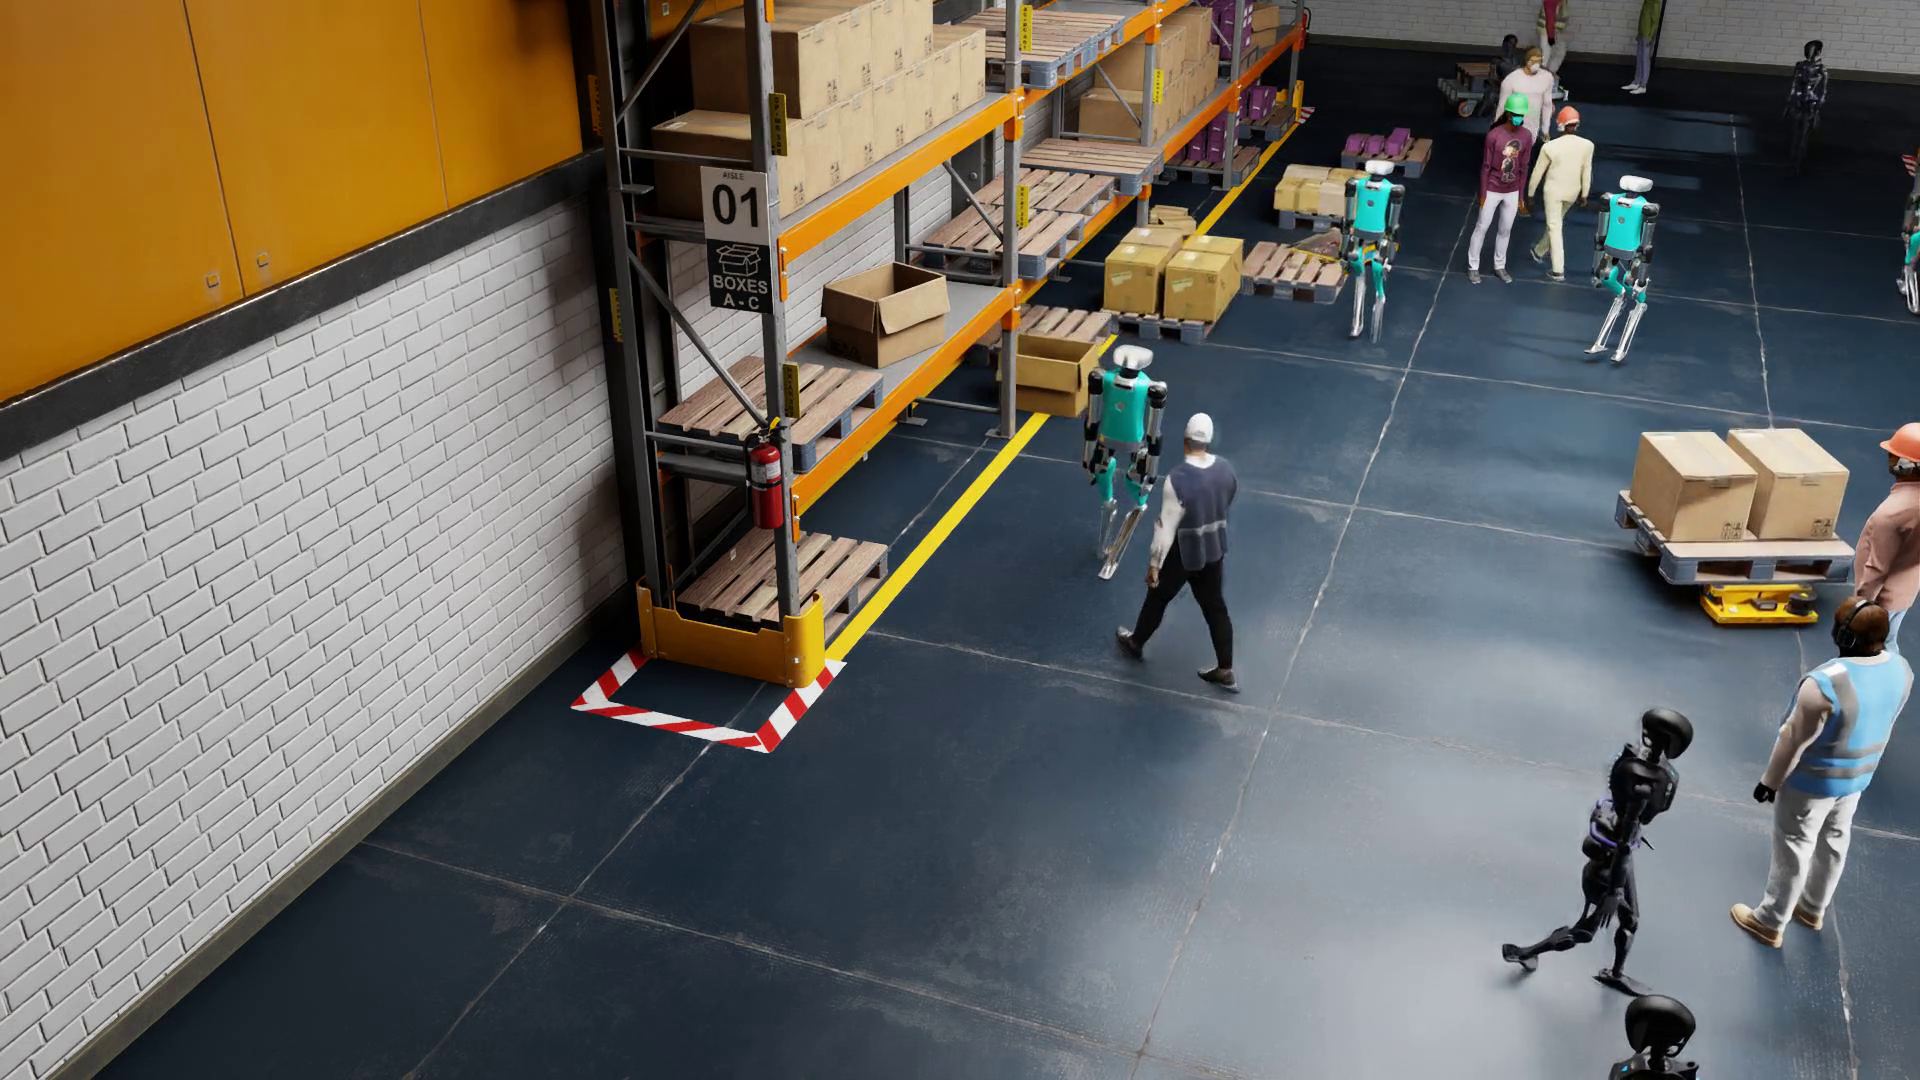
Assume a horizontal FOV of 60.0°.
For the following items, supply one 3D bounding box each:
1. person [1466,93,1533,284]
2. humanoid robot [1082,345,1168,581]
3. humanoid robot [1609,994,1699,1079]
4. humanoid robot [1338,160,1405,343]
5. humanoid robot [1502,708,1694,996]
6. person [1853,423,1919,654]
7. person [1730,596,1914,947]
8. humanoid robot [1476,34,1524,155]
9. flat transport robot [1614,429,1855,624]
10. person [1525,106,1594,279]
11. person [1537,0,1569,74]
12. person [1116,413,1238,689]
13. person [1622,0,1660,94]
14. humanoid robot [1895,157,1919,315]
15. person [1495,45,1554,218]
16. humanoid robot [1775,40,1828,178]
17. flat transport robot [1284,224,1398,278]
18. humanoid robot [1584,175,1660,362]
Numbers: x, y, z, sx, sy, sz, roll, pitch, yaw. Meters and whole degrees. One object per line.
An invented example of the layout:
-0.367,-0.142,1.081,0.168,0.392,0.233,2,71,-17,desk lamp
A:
5.483,-3.557,16.833,0.487,1.942,0.436,-3,27,-6,person
1.155,-0.505,11.236,0.576,1.873,0.788,10,29,19,humanoid robot
2.379,2.276,5.805,0.365,1.645,0.613,7,28,14,humanoid robot
3.795,-2.628,15.327,0.542,1.867,0.748,13,30,23,humanoid robot
2.929,1.384,7.565,0.641,1.621,0.626,13,30,24,humanoid robot
5.158,0.277,9.333,0.610,1.995,0.383,-19,33,-33,person
4.086,1.102,7.905,0.637,1.837,0.430,-12,30,-22,person
6.852,-5.552,21.045,0.612,1.626,0.789,-10,29,-19,humanoid robot
5.254,0.156,11.449,0.659,0.231,1.431,-1,27,-1,flat transport robot
6.173,-3.614,17.199,0.591,1.695,0.893,-5,28,-9,person
8.773,-7.523,24.664,0.433,1.806,0.658,18,32,31,person
1.386,0.052,10.101,0.741,1.695,0.894,-16,31,-28,person
10.226,-7.509,24.823,0.283,1.633,0.500,0,27,0,person
9.417,-3.130,16.270,0.540,1.767,1.038,5,28,10,humanoid robot
6.483,-4.786,19.270,0.622,1.896,1.000,-8,28,-14,person
10.436,-5.326,20.546,0.318,1.656,0.613,-9,29,-16,humanoid robot
4.022,-3.066,17.698,0.659,0.231,1.431,22,35,36,flat transport robot
5.940,-2.432,14.720,0.735,1.677,0.533,-22,34,-36,humanoid robot
